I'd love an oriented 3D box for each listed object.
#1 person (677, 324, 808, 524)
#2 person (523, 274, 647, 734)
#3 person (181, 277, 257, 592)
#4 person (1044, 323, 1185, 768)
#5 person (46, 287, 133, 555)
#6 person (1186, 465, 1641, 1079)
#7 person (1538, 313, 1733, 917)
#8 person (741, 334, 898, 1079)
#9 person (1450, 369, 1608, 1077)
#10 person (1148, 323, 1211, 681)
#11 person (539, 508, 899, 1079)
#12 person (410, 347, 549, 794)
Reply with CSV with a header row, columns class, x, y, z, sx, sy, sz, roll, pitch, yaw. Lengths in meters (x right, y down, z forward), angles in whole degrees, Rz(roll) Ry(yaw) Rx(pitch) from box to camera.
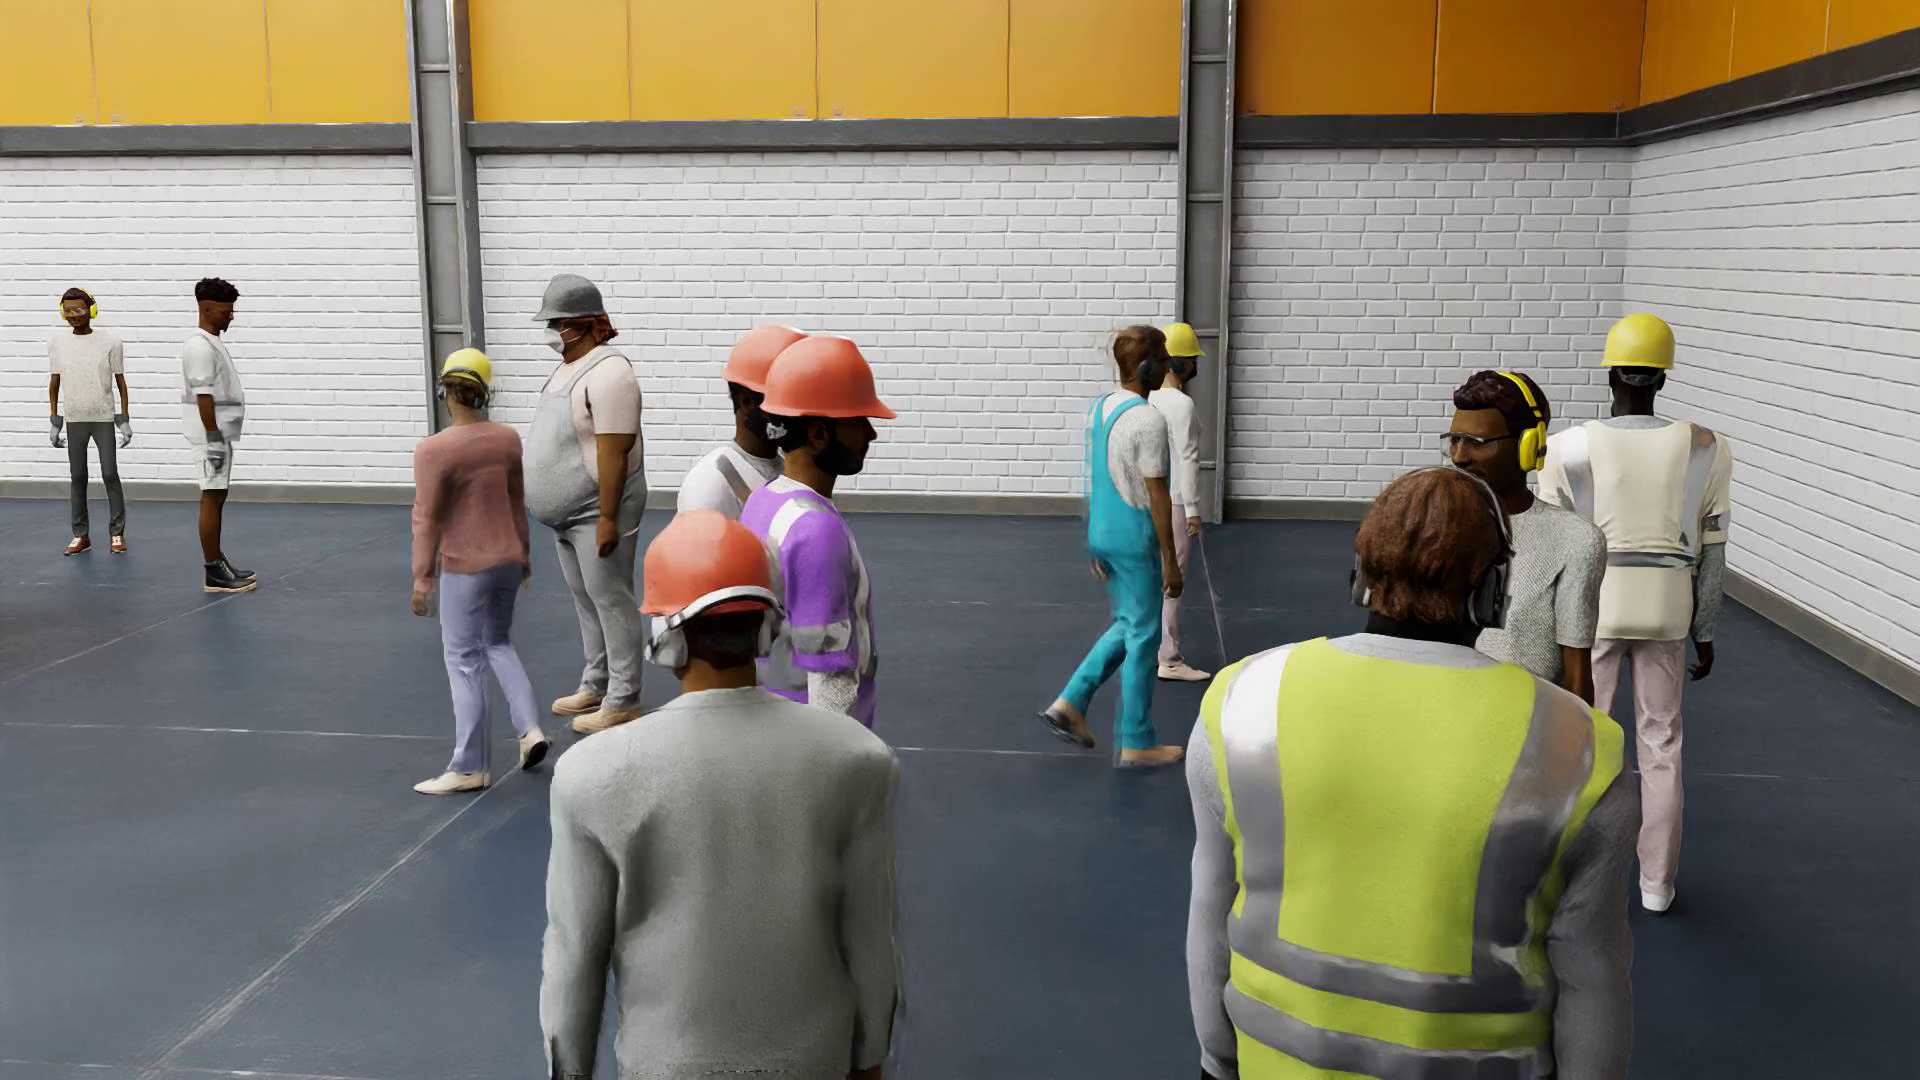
class,x,y,z,sx,sy,sz,roll,pitch,yaw
person,-0.527,0.378,4.575,0.373,1.928,0.543,3,10,17
person,-1.680,-0.172,7.395,0.538,2.000,0.683,-6,12,-32
person,-4.650,-0.658,10.413,0.388,1.958,0.601,-3,10,-19
person,0.679,0.041,6.767,0.483,1.835,0.523,-3,10,-18
person,-6.088,-0.827,11.640,0.534,1.868,0.309,-3,10,-14
person,0.639,0.802,2.439,0.631,1.831,0.429,5,11,25
person,2.116,0.249,5.311,0.584,1.928,0.374,2,10,11
person,-0.320,0.497,3.860,0.360,1.936,0.552,-4,11,-21
person,1.233,0.539,3.846,0.335,1.865,0.503,-6,12,-32
person,1.052,-0.187,8.264,0.316,1.769,0.524,-4,11,-20
person,-0.339,0.824,2.603,0.583,1.724,0.636,-5,11,-27
person,-1.901,0.117,6.586,0.395,1.741,0.625,5,11,28
